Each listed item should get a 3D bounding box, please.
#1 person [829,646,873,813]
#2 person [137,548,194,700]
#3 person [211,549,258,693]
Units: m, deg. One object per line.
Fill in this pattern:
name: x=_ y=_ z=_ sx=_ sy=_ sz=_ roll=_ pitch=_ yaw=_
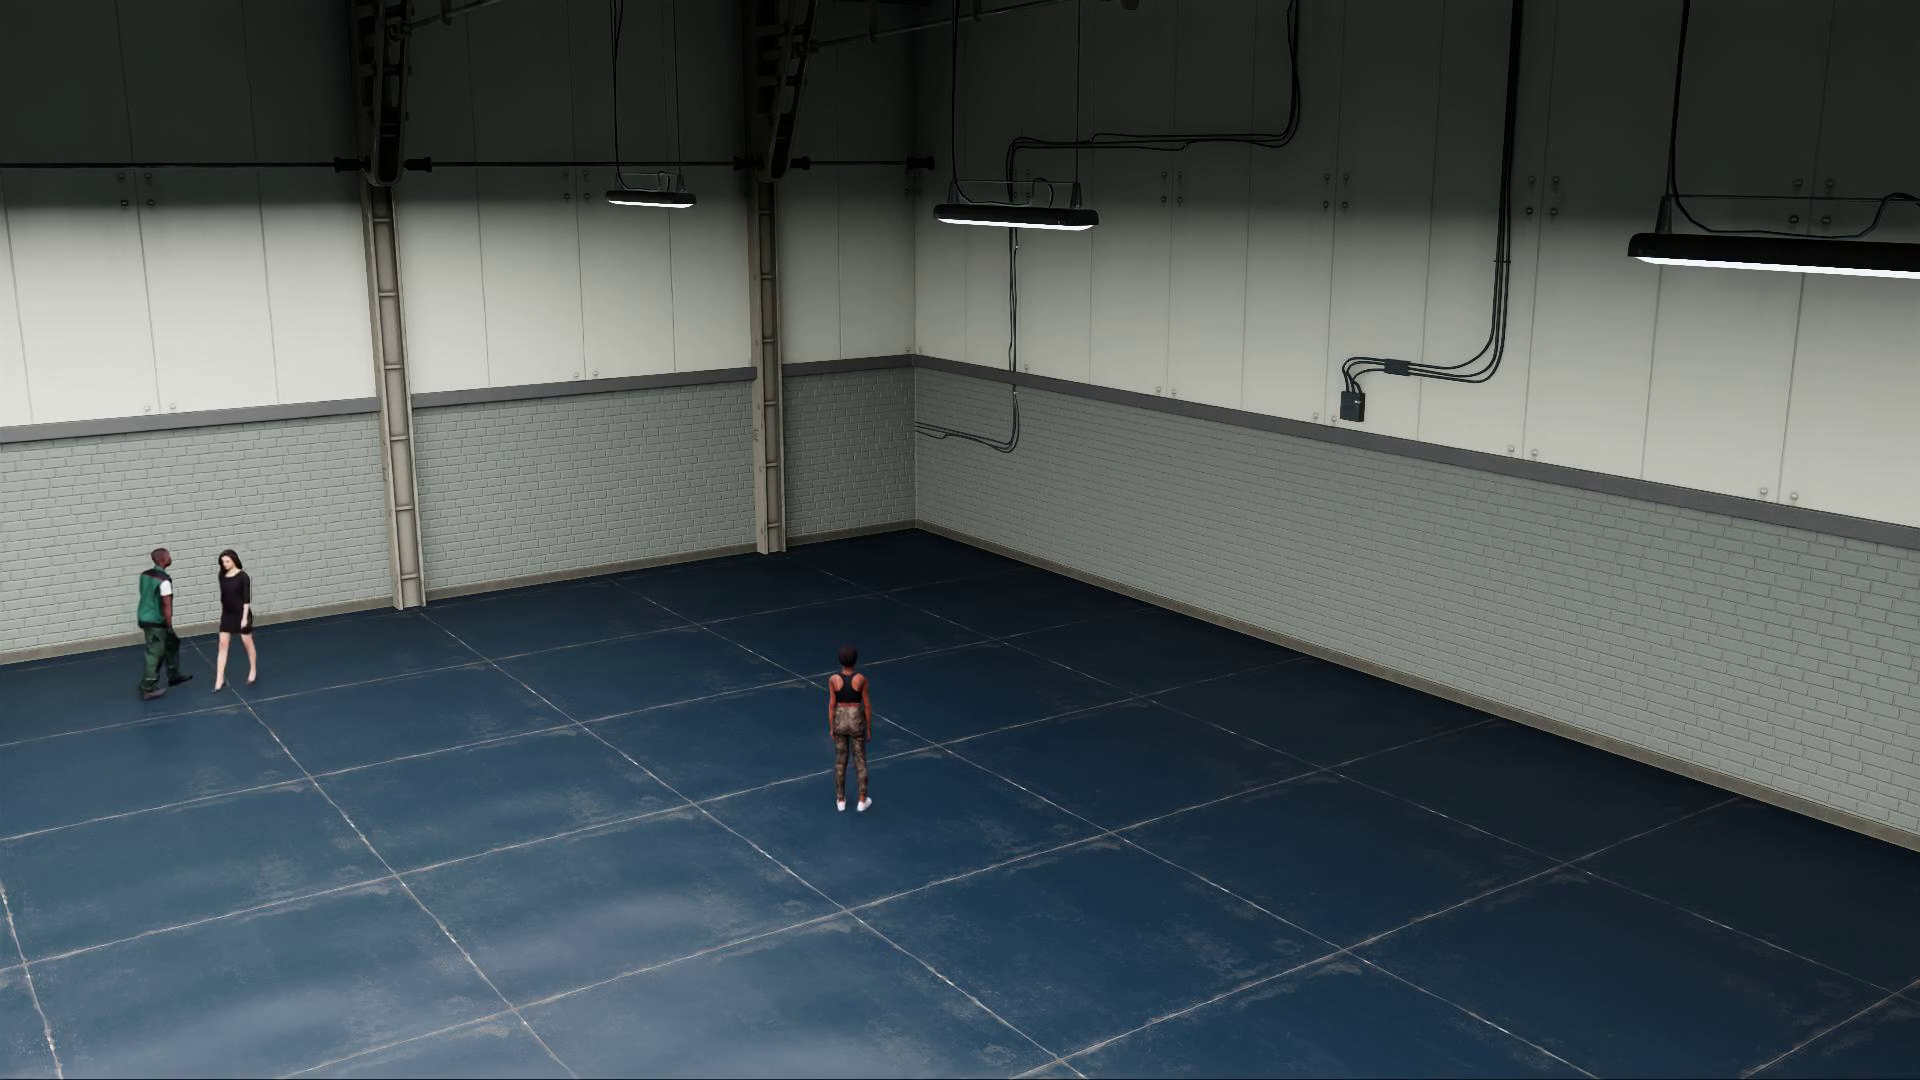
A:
person: x=-1.106 y=1.872 z=16.628 sx=0.637 sy=1.699 sz=0.718 roll=1 pitch=13 yaw=4
person: x=-9.759 y=1.030 z=20.078 sx=0.849 sy=1.782 sz=1.028 roll=10 pitch=16 yaw=37
person: x=-8.804 y=0.961 z=20.407 sx=1.007 sy=1.768 sz=1.073 roll=3 pitch=13 yaw=12
